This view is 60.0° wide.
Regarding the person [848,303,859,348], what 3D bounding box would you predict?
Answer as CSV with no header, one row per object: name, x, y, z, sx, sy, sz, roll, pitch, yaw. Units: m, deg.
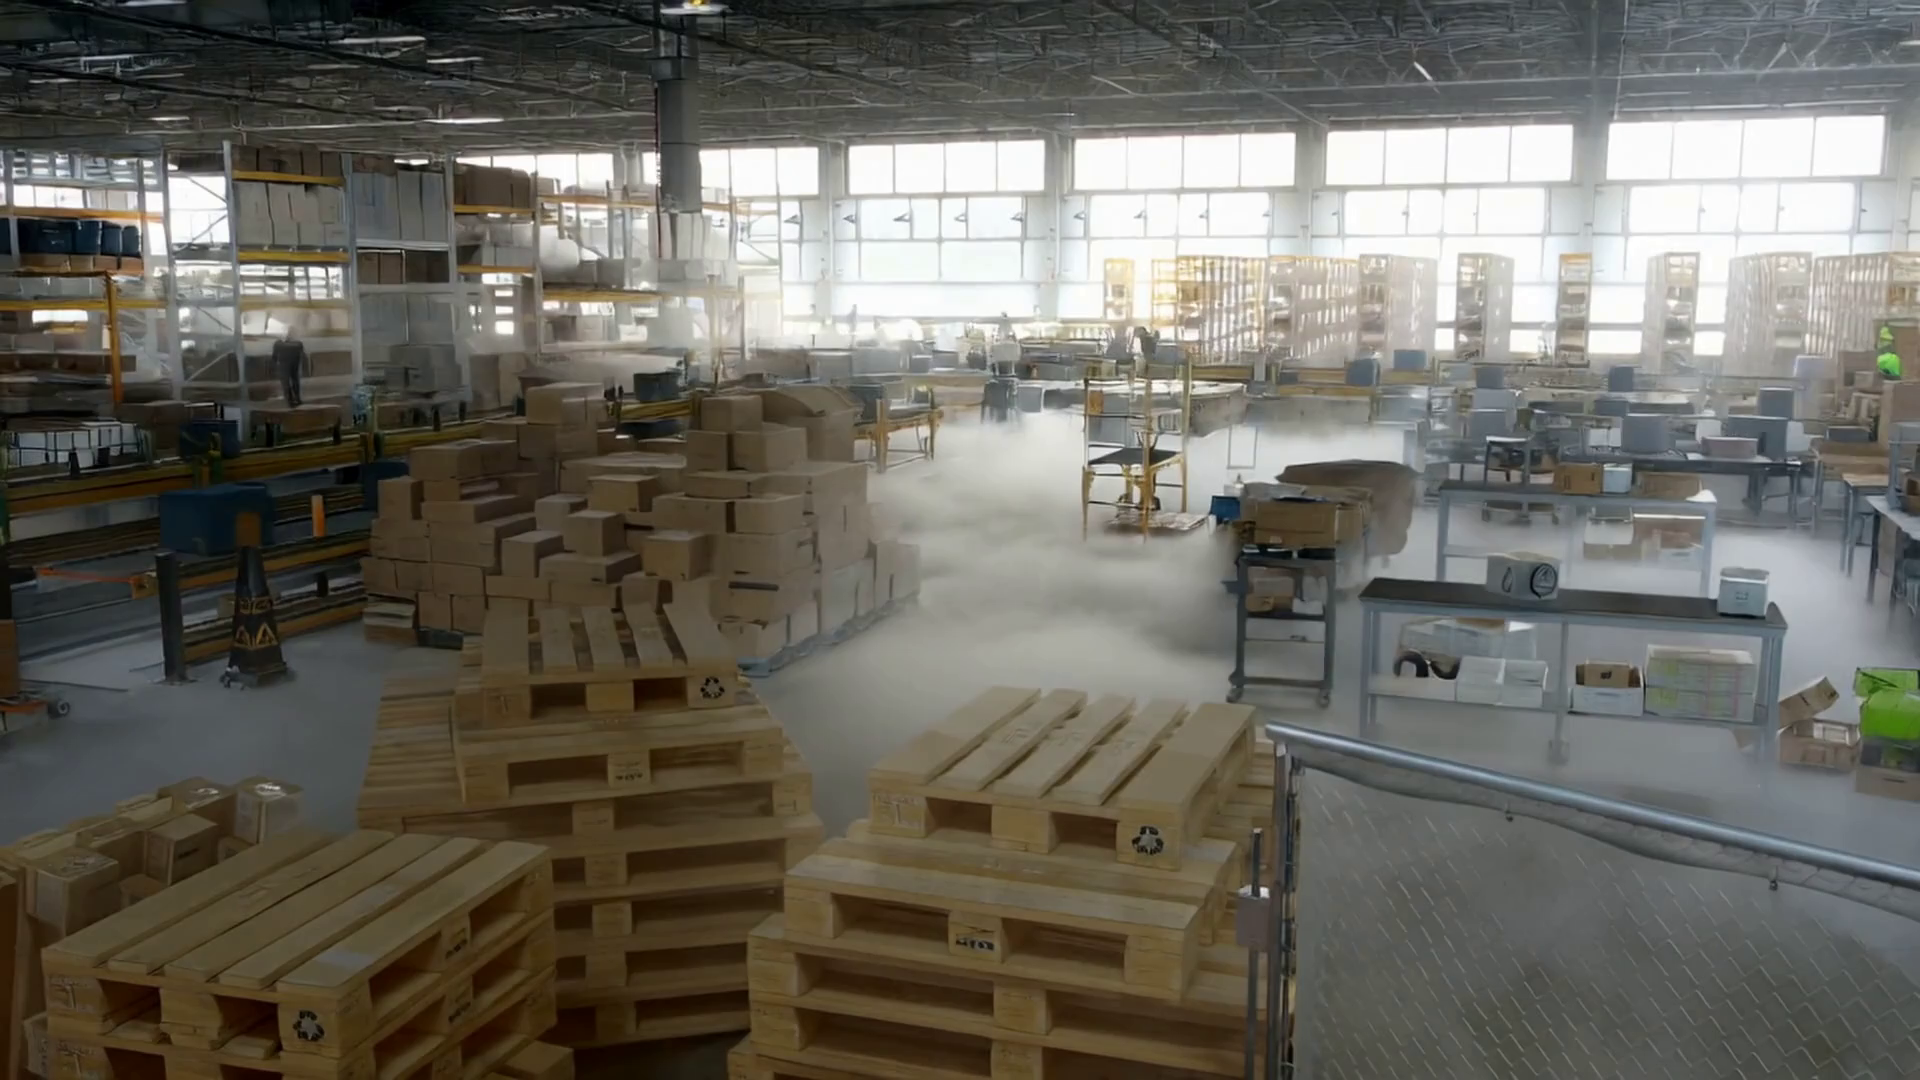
person,-4.303,-8.653,67.416,0.404,1.922,0.578,5,10,27

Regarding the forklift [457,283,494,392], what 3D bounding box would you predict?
forklift,-12.167,-5.108,42.162,1.129,2.768,1.873,3,10,20

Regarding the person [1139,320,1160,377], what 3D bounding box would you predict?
person,5.043,-4.937,44.331,0.570,1.841,0.372,0,9,-1

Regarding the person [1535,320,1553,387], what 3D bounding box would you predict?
person,15.771,-5.018,44.877,0.599,1.830,0.403,-8,12,-41

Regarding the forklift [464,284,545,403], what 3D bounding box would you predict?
forklift,-10.832,-4.702,39.610,1.129,2.768,1.873,3,10,20

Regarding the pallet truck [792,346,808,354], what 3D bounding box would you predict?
pallet truck,-3.705,-4.298,42.022,0.653,1.274,1.630,3,10,20

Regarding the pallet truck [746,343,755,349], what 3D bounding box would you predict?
pallet truck,-6.183,-4.618,44.264,1.601,1.201,0.680,-9,12,-43

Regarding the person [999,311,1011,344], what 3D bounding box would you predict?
person,1.643,-7.525,60.938,0.485,1.735,0.343,-5,10,-27

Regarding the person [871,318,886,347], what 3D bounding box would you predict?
person,-2.438,-5.382,47.202,0.658,1.813,0.626,4,10,26

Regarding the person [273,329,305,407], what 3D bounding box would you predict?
person,-14.977,-3.793,37.140,0.647,1.859,1.008,-3,9,-16

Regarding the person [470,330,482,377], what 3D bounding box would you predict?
person,-12.094,-4.480,41.950,0.535,1.691,0.320,-8,12,-42

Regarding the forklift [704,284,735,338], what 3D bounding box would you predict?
forklift,-8.132,-7.159,55.042,1.129,2.768,1.873,3,10,20

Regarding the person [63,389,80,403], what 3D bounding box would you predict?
person,-21.122,-4.067,39.546,0.359,1.621,0.523,-2,9,-10

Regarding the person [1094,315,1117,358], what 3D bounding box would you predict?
person,4.356,-5.867,50.140,0.642,1.864,0.967,-2,9,-12
